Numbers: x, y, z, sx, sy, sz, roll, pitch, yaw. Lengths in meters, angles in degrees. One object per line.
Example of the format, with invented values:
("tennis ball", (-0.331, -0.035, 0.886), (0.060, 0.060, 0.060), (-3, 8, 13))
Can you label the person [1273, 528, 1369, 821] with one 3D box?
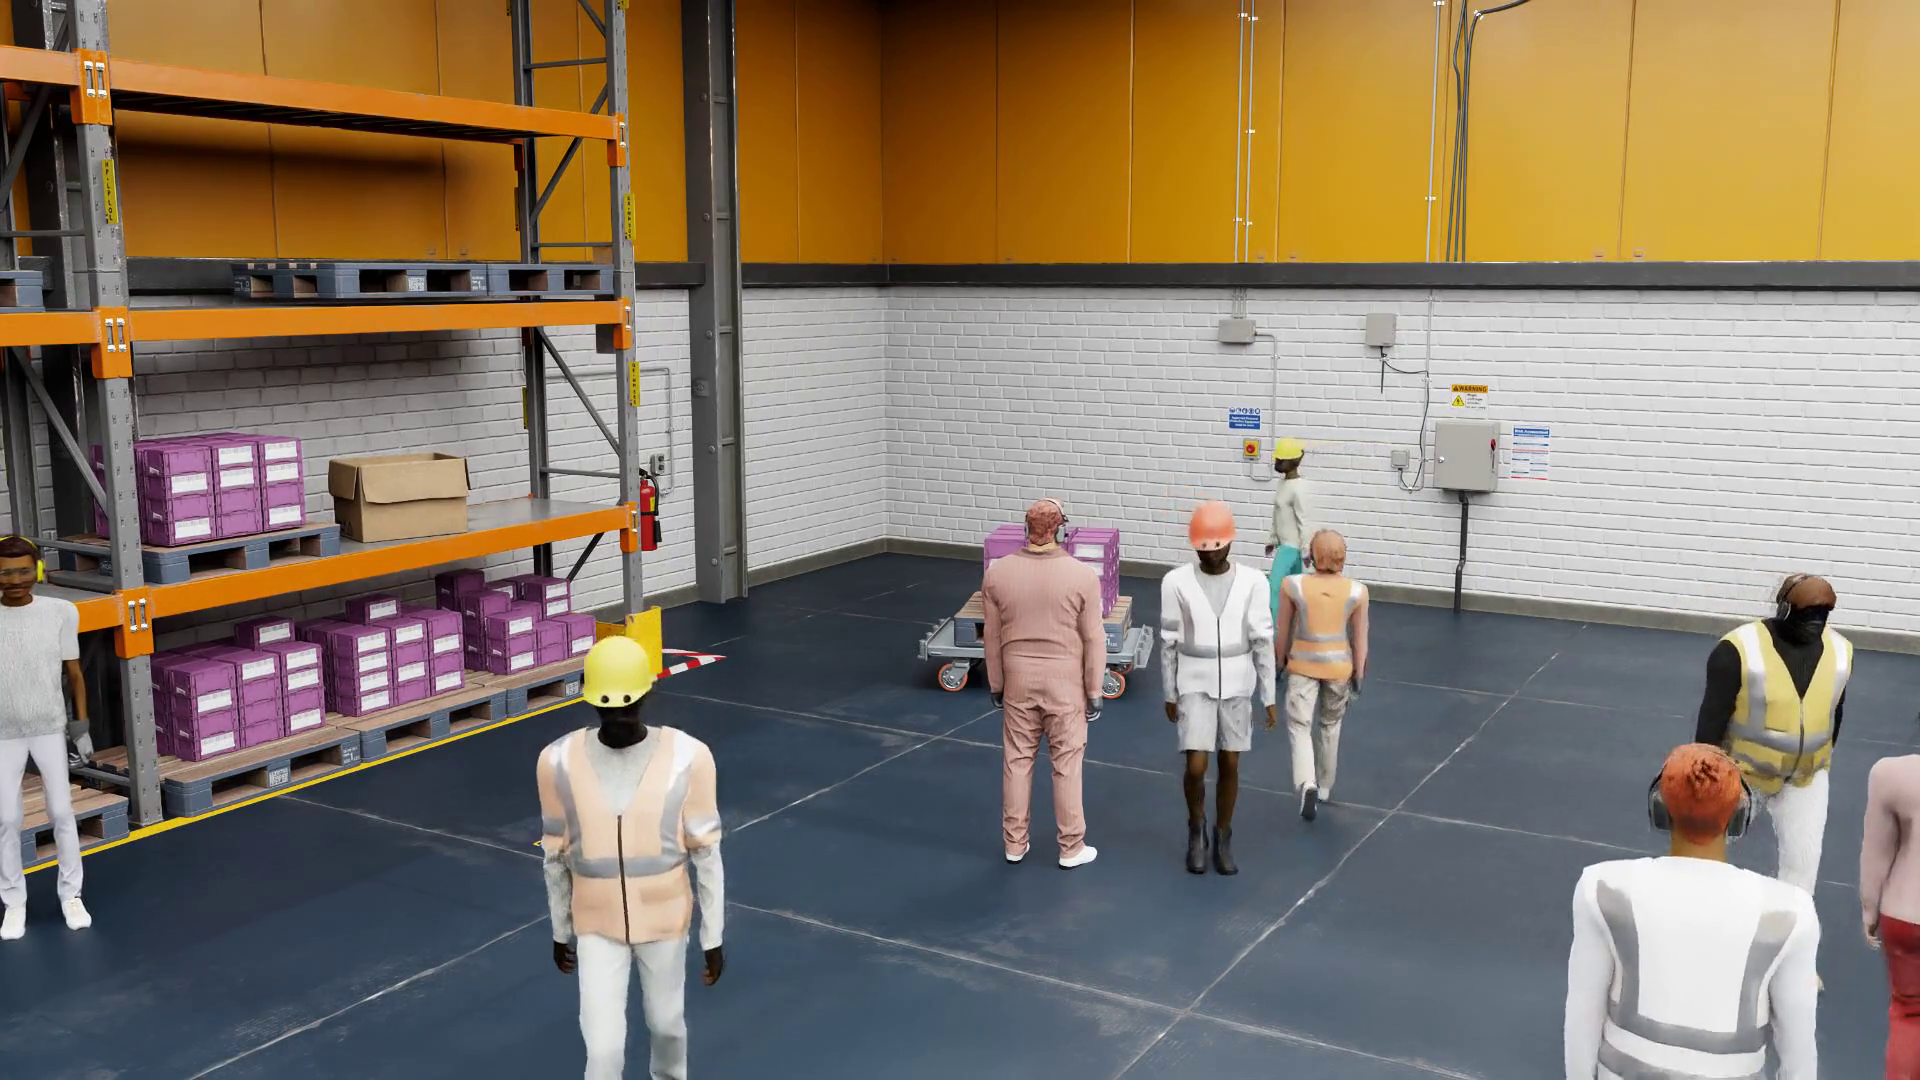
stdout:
("person", (2.019, 0.742, 9.303), (0.516, 1.618, 0.722), (1, 9, 4))

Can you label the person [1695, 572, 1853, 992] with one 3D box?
("person", (3.557, 0.971, 7.417), (0.643, 1.785, 1.015), (0, 9, 1))

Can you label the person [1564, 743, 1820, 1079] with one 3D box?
("person", (1.806, 1.445, 4.158), (0.584, 1.867, 0.725), (4, 10, 23))

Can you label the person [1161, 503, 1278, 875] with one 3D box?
("person", (1.291, 0.755, 8.334), (0.570, 1.907, 0.476), (0, 9, 0))

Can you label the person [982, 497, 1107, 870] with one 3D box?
("person", (0.442, 0.730, 8.486), (0.641, 1.908, 0.407), (3, 10, 20))

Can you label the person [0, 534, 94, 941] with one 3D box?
("person", (-4.265, 0.893, 7.616), (0.515, 1.862, 0.329), (-5, 10, -29))

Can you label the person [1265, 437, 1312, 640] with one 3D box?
("person", (2.749, 0.025, 13.431), (0.808, 1.731, 0.508), (0, 9, 0))

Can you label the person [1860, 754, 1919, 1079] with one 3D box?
("person", (3.256, 1.278, 5.541), (0.488, 1.748, 0.537), (-8, 12, -42))

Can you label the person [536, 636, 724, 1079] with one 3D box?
("person", (-1.077, 1.229, 5.503), (0.598, 1.909, 0.881), (-1, 9, -4))
